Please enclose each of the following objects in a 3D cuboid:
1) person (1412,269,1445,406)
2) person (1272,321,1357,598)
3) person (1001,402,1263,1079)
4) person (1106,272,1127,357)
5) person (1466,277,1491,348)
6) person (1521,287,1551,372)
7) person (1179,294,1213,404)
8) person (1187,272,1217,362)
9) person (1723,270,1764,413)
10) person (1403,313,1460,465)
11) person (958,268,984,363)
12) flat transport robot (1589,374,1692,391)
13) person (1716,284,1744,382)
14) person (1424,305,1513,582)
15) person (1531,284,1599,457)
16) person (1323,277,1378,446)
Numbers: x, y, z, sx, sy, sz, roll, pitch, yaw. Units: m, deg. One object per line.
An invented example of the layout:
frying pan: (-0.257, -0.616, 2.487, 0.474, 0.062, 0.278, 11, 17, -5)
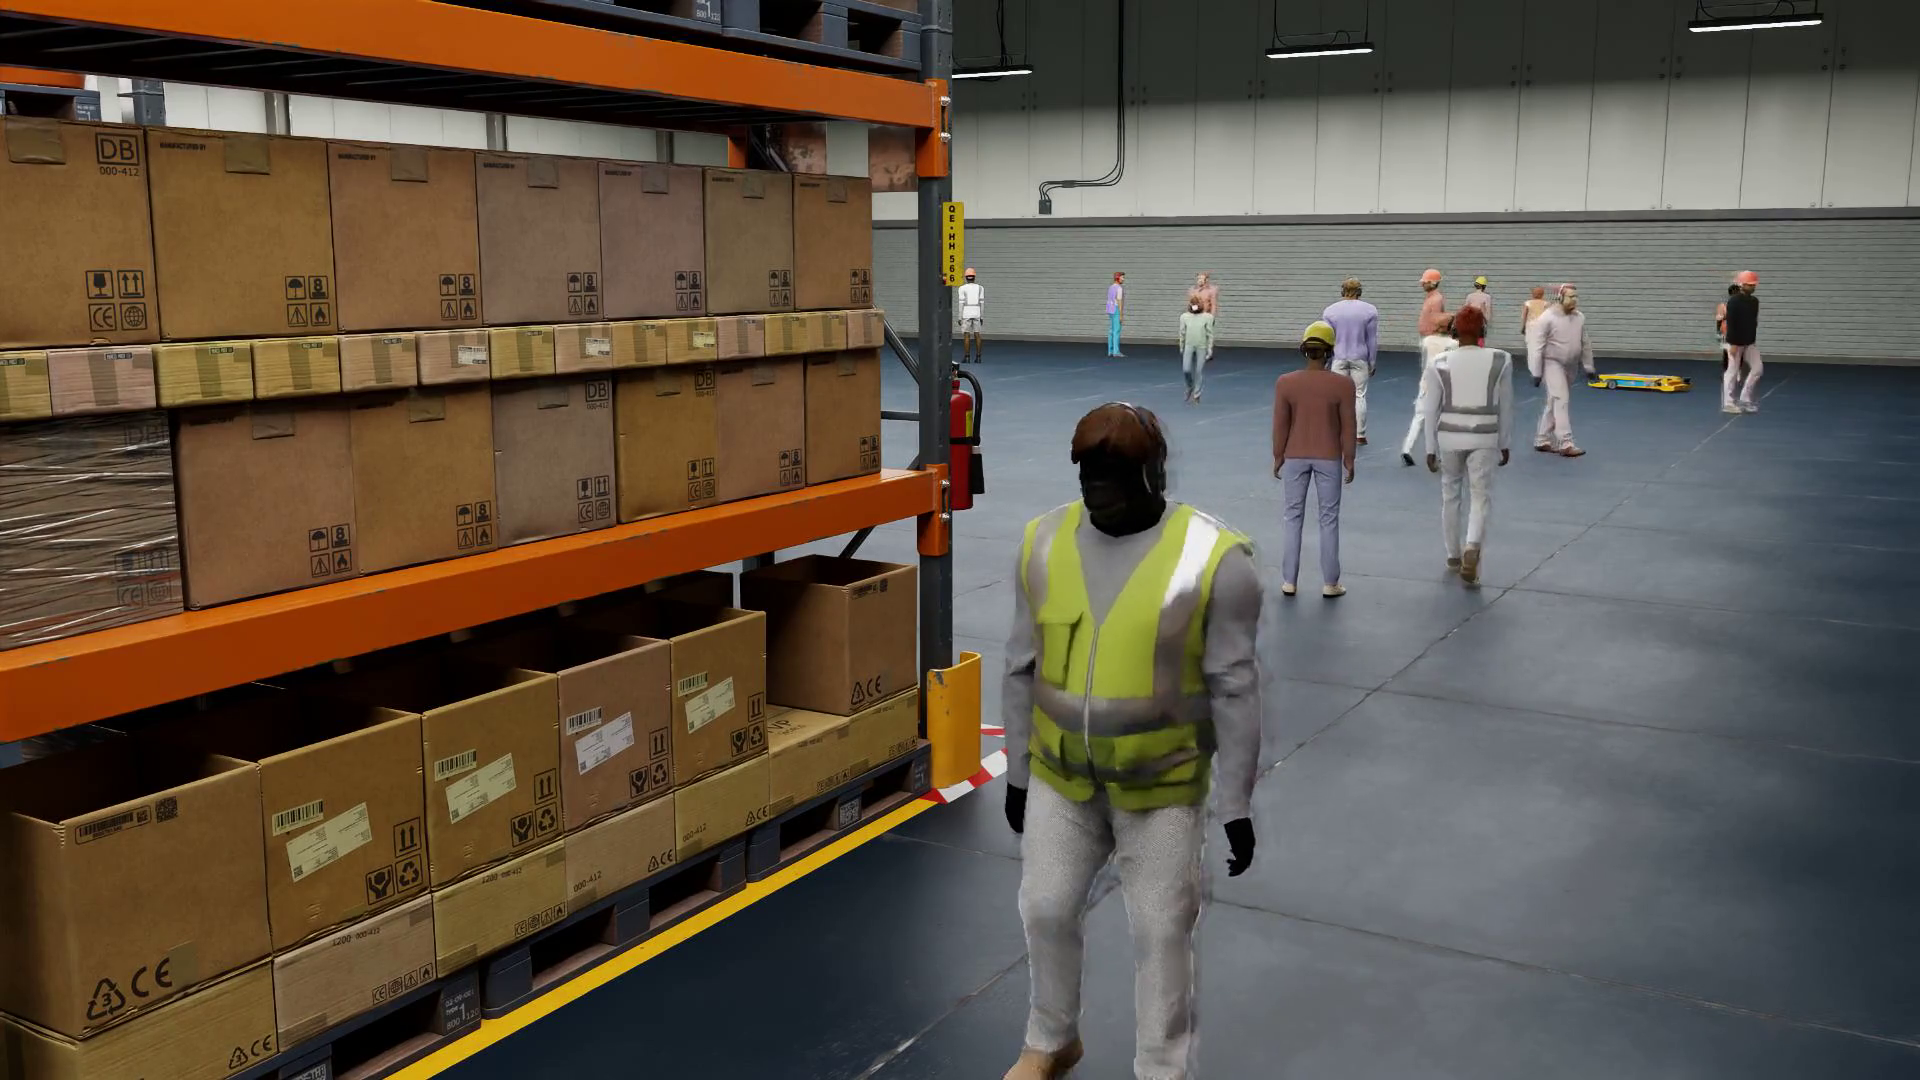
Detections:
person: (6.769, -2.901, 23.958, 0.384, 1.994, 0.618, 1, 10, 5)
person: (2.269, -0.512, 10.649, 0.533, 1.765, 0.329, 4, 10, 21)
person: (0.391, 0.581, 4.061, 0.747, 1.834, 0.458, 5, 11, 29)
person: (3.352, -4.854, 35.837, 0.393, 1.842, 0.564, -3, 10, -17)
person: (10.226, -4.298, 32.810, 0.533, 1.767, 0.326, 9, 13, 44)
person: (10.880, -3.982, 31.437, 0.541, 1.587, 0.849, 4, 10, 20)
person: (3.473, -2.806, 24.501, 0.501, 1.620, 0.357, 3, 10, 14)
person: (4.977, -4.588, 34.299, 0.687, 1.857, 1.021, 5, 11, 25)
person: (10.869, -2.729, 23.004, 0.647, 1.972, 0.593, -5, 11, -27)
person: (4.960, -1.577, 17.385, 0.858, 1.599, 0.508, -9, 13, -42)
person: (0.211, -4.552, 33.827, 0.548, 1.925, 0.386, -3, 10, -19)
flat transport robot: (11.095, -2.582, 27.128, 0.652, 0.197, 1.431, -9, 13, -42)
person: (13.290, -3.544, 28.599, 0.557, 1.684, 0.438, 3, 10, 14)
person: (3.419, -0.651, 11.217, 0.575, 1.860, 0.852, 3, 10, 17)
person: (6.627, -1.838, 18.109, 0.659, 1.869, 0.914, -6, 11, -29)
person: (4.481, -2.047, 19.140, 0.627, 1.933, 0.371, 3, 10, 15)
